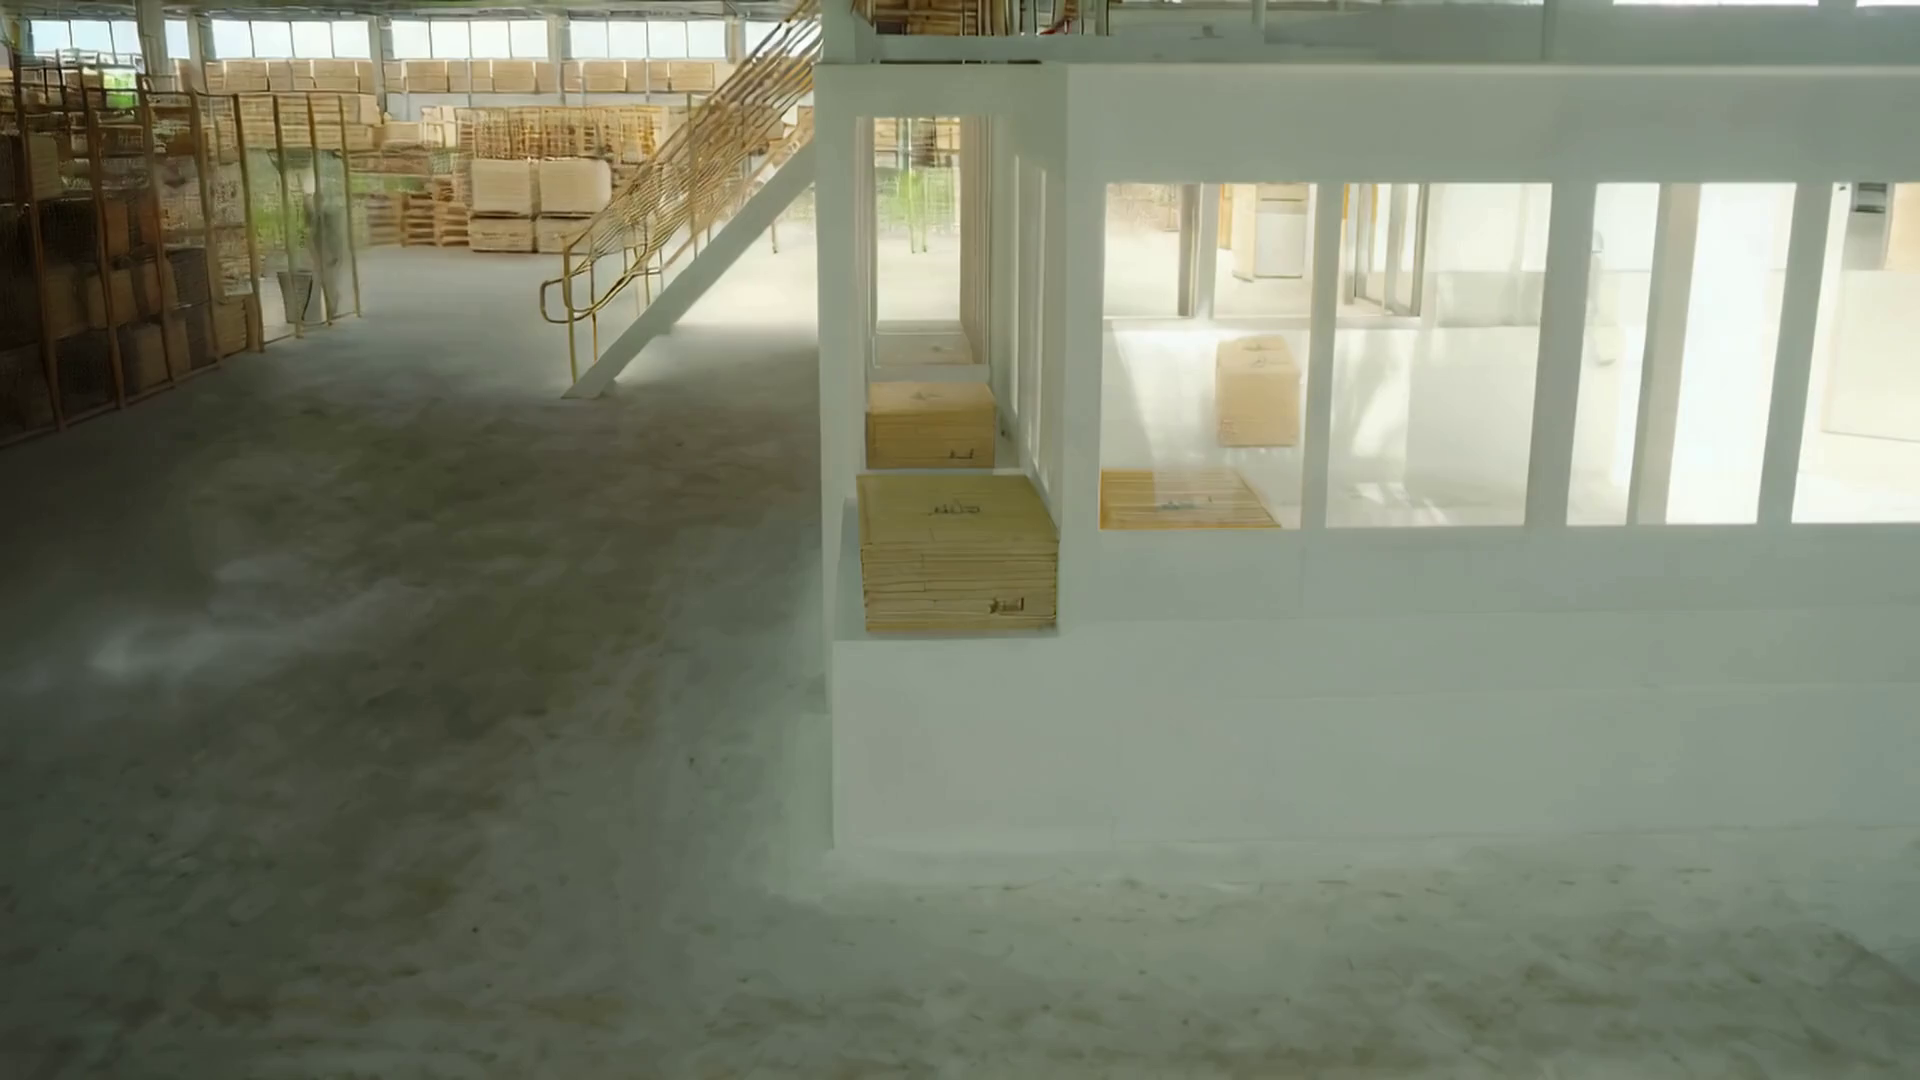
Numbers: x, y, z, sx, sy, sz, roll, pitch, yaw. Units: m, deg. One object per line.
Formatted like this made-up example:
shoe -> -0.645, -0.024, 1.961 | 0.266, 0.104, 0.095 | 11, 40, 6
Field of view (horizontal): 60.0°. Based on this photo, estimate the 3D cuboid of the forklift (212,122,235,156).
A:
forklift -> -39.876, -21.273, 90.357 | 1.873, 2.768, 1.129 | 13, 19, 43

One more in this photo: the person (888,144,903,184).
person -> -2.959, -17.331, 76.754 | 0.624, 1.815, 0.604 | 1, 14, 3

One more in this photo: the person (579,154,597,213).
person -> -11.454, -10.926, 51.093 | 0.675, 1.854, 0.526 | -4, 15, -15

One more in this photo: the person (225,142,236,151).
person -> -34.860, -18.107, 79.725 | 0.616, 1.895, 0.941 | -4, 14, -14

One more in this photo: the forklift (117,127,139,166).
forklift -> -36.215, -16.878, 72.791 | 1.873, 2.768, 1.129 | 2, 14, 6

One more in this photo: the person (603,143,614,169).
person -> -15.565, -16.650, 73.864 | 0.400, 1.905, 0.643 | 5, 15, 19

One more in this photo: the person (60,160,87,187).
person -> -17.639, -6.517, 33.082 | 0.676, 2.000, 0.536 | -5, 15, -20

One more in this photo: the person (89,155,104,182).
person -> -34.129, -14.551, 65.644 | 0.611, 1.806, 0.730 | -2, 14, -7

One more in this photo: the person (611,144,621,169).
person -> -16.196, -17.623, 77.914 | 0.585, 1.824, 0.695 | 2, 14, 8

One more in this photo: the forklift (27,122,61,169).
forklift -> -35.376, -14.773, 64.377 | 1.129, 2.768, 1.873 | -1, 14, -2

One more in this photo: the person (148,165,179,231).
person -> -14.459, -5.736, 30.026 | 0.996, 2.002, 0.645 | -1, 14, -5

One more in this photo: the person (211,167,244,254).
person -> -15.816, -7.085, 35.750 | 0.778, 1.855, 0.603 | 7, 16, 27

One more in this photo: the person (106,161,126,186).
person -> -19.448, -7.789, 38.419 | 0.409, 1.910, 0.563 | -8, 16, -30

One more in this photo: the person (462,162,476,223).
person -> -13.195, -9.299, 44.797 | 0.615, 1.745, 0.409 | 9, 17, 33

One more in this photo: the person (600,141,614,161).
person -> -16.217, -17.343, 76.492 | 0.631, 1.980, 0.444 | 1, 14, 4

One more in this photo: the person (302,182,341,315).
person -> -9.307, -4.230, 24.196 | 0.414, 1.910, 0.625 | -12, 18, -40
